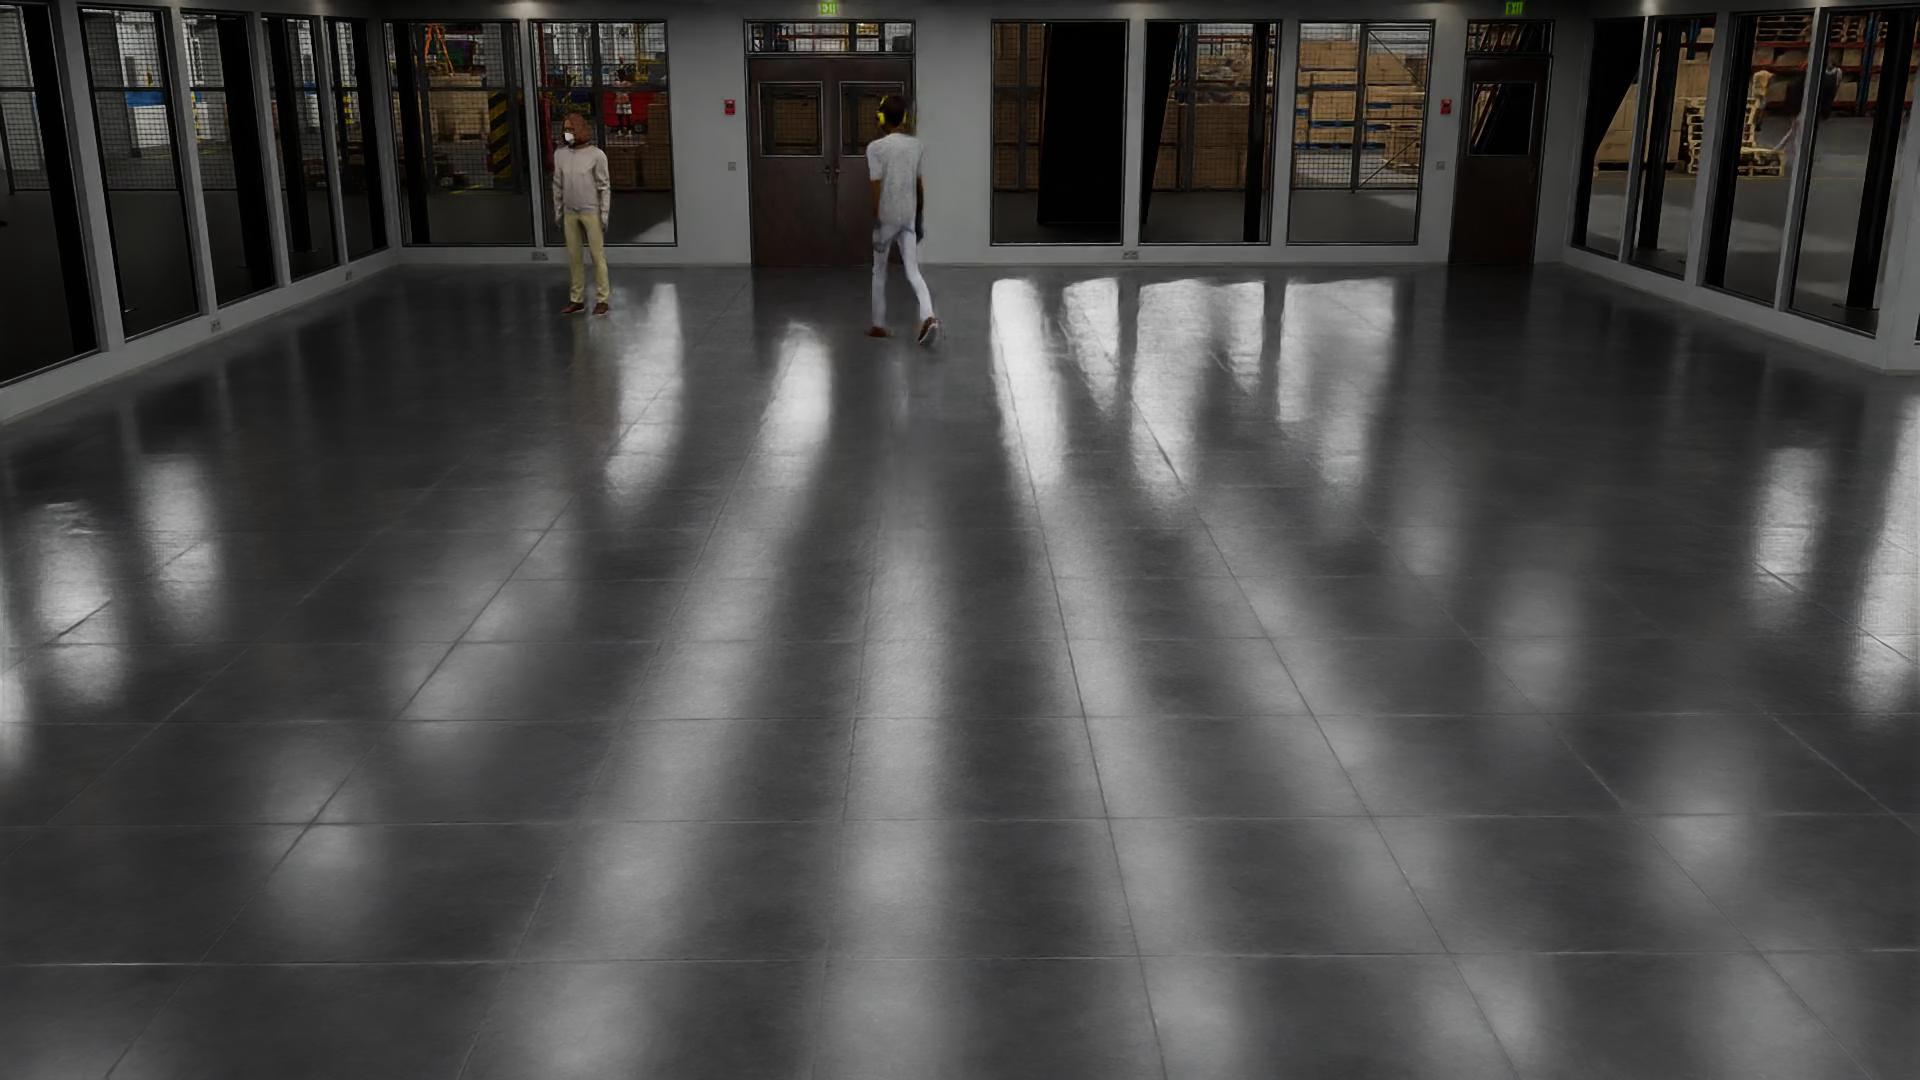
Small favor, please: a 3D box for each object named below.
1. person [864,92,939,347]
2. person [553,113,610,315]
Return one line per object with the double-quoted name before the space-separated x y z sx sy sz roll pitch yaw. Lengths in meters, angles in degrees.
"person" -0.437 -2.349 12.243 0.526 1.844 0.920 -9 19 -28
"person" -3.096 -2.662 13.635 0.504 1.632 0.269 6 17 19
